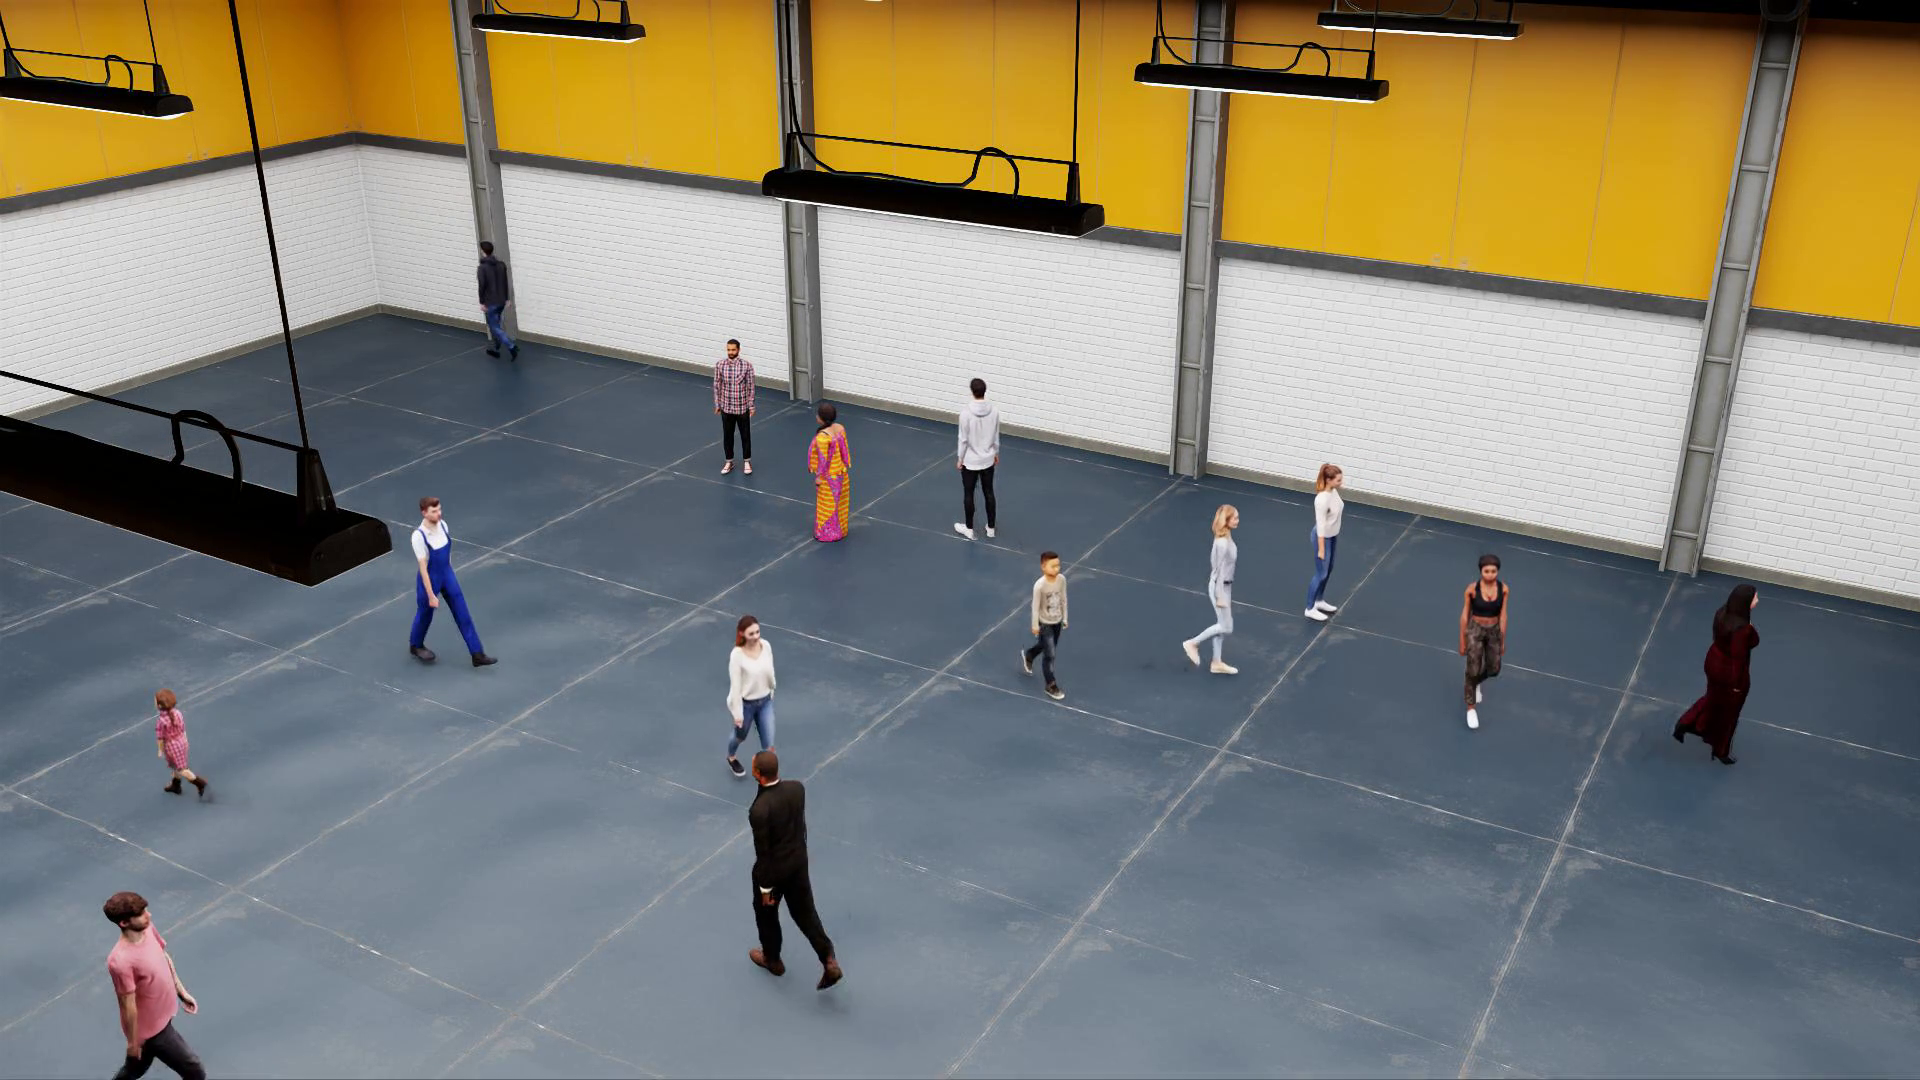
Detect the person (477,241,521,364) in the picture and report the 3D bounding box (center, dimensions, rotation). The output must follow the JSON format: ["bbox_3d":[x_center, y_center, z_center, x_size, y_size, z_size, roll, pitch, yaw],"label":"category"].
[{"bbox_3d":[-7.106,-3.633,25.576,1.150,1.864,0.748,16,28,33],"label":"person"}]

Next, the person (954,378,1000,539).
[{"bbox_3d":[0.231,-0.944,19.354,0.820,1.921,0.842,-9,25,-20],"label":"person"}]

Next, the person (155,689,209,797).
[{"bbox_3d":[-6.725,1.768,14.289,0.745,1.008,0.545,5,24,12],"label":"person"}]

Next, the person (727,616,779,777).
[{"bbox_3d":[-1.841,1.414,14.301,0.934,1.648,1.216,-18,29,-35],"label":"person"}]

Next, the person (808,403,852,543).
[{"bbox_3d":[-1.543,-0.826,19.378,0.677,1.686,0.668,10,25,21],"label":"person"}]

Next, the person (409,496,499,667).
[{"bbox_3d":[-5.232,0.424,16.381,1.279,1.797,0.676,12,26,25],"label":"person"}]

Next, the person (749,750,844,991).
[{"bbox_3d":[-1.193,2.377,11.812,1.213,1.877,0.853,21,31,40],"label":"person"}]

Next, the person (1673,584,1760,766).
[{"bbox_3d":[6.729,1.167,14.736,0.910,1.752,0.858,1,24,2],"label":"person"}]

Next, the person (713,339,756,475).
[{"bbox_3d":[-2.886,-1.730,21.353,0.724,1.761,0.847,1,24,2],"label":"person"}]

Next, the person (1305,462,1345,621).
[{"bbox_3d":[3.814,-0.001,17.443,0.519,1.725,0.615,12,26,26],"label":"person"}]

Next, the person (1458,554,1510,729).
[{"bbox_3d":[4.842,0.877,15.472,0.846,1.693,0.856,1,24,2],"label":"person"}]

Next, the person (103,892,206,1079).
[{"bbox_3d":[-5.130,3.009,10.328,1.271,1.908,1.189,-5,24,-12],"label":"person"}]

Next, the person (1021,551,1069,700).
[{"bbox_3d":[0.808,0.771,16.028,0.739,1.443,0.996,-19,30,-37],"label":"person"}]

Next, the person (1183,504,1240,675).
[{"bbox_3d":[2.470,0.490,16.243,0.853,1.785,0.710,7,25,15],"label":"person"}]
